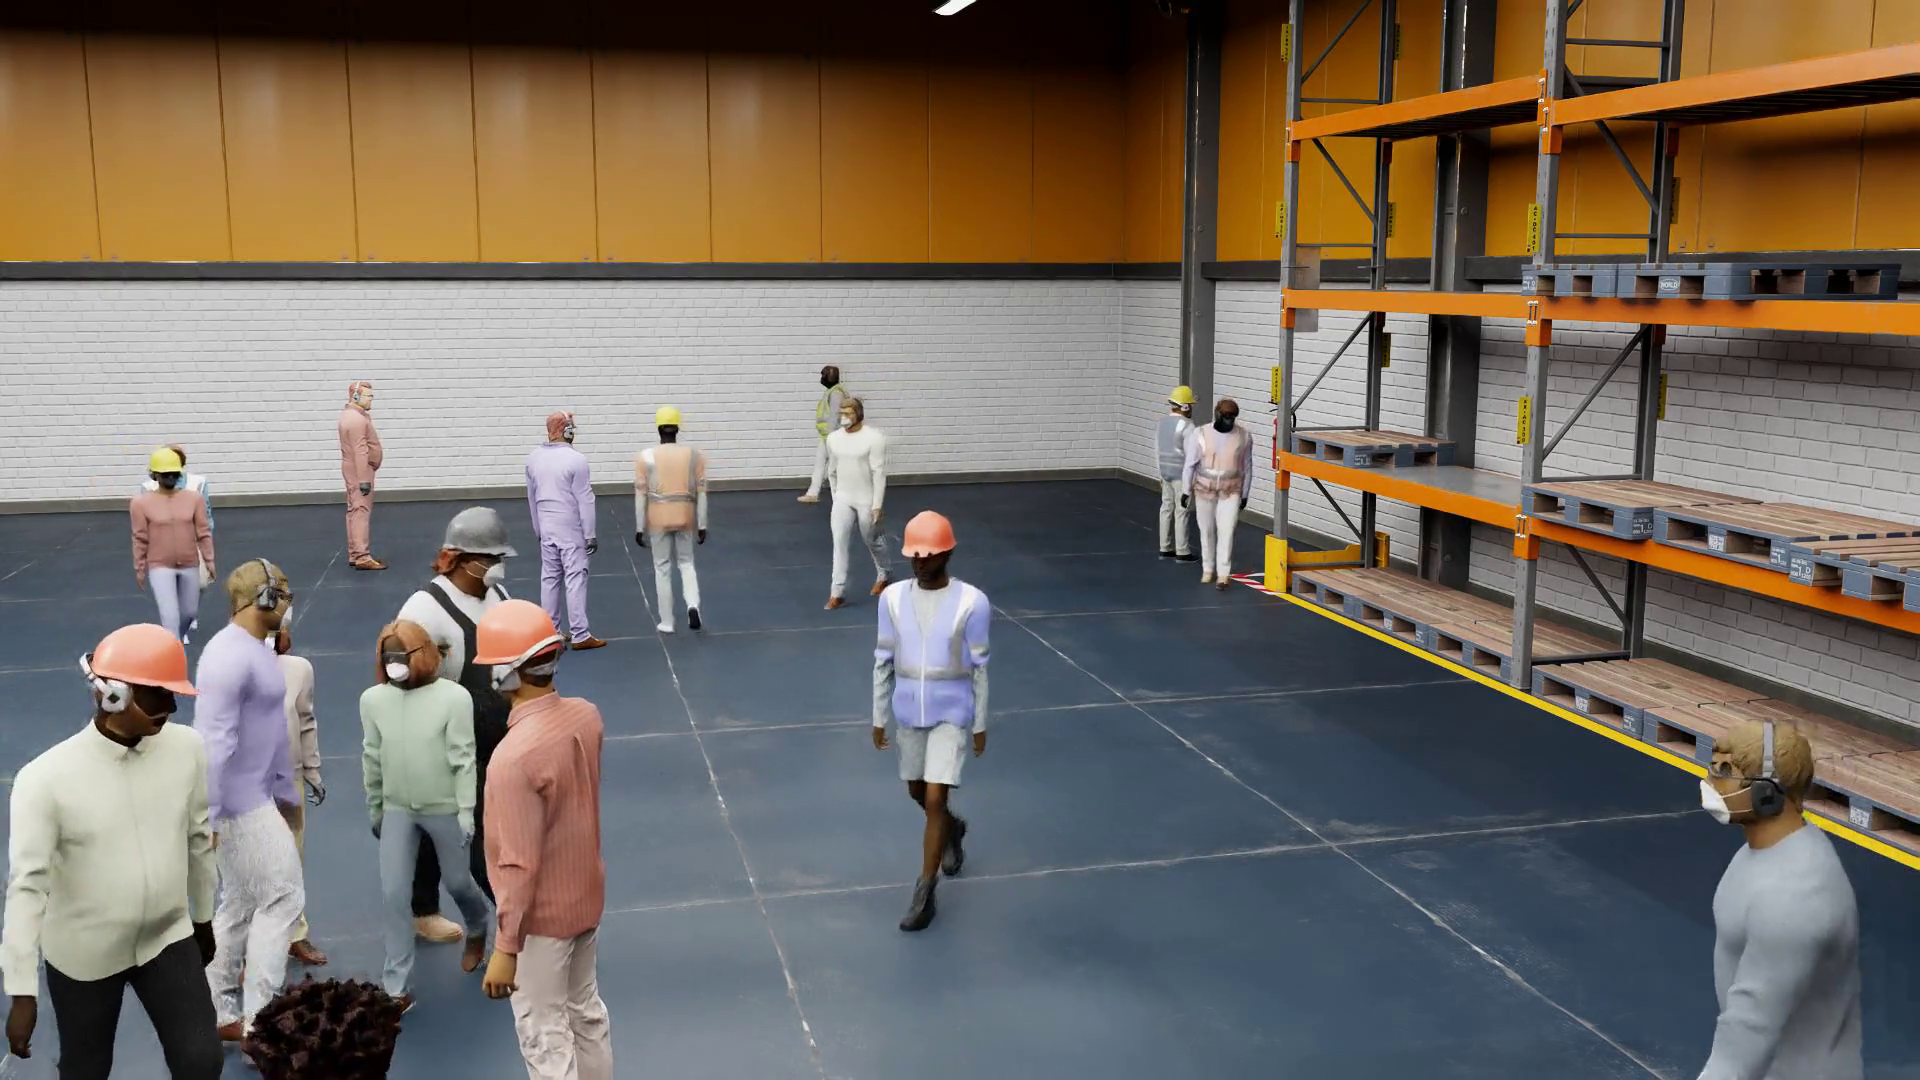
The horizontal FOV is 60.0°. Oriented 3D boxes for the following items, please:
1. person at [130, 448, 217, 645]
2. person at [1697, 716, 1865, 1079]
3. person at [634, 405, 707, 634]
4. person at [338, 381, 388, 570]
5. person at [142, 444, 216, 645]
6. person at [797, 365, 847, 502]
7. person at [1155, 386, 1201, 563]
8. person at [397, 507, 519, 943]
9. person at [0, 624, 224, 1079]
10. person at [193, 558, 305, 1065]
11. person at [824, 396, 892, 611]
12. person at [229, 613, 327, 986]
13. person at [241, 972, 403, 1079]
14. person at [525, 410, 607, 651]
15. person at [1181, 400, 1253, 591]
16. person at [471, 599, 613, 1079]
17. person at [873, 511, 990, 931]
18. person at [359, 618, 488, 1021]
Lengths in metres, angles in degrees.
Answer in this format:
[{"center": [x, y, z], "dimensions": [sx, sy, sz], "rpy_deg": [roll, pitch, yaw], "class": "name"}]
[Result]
[{"center": [-5.771, 0.183, 12.155], "dimensions": [0.526, 1.750, 0.769], "rpy_deg": [-9, 13, -44], "class": "person"}, {"center": [1.937, 1.375, 4.201], "dimensions": [1.003, 1.888, 0.637], "rpy_deg": [3, 10, 18], "class": "person"}, {"center": [-2.376, -0.154, 13.693], "dimensions": [0.588, 1.914, 0.480], "rpy_deg": [-4, 10, -24], "class": "person"}, {"center": [-6.037, -0.650, 16.815], "dimensions": [0.399, 1.902, 0.642], "rpy_deg": [-5, 10, -27], "class": "person"}, {"center": [-6.324, 0.026, 13.450], "dimensions": [0.533, 1.624, 0.432], "rpy_deg": [-8, 12, -40], "class": "person"}, {"center": [-1.632, -1.376, 21.676], "dimensions": [0.938, 1.801, 0.635], "rpy_deg": [-2, 9, -11], "class": "person"}, {"center": [2.271, -0.679, 17.206], "dimensions": [0.404, 1.829, 0.600], "rpy_deg": [-5, 11, -31], "class": "person"}, {"center": [-2.075, 0.814, 7.243], "dimensions": [1.046, 2.000, 0.696], "rpy_deg": [2, 9, 12], "class": "person"}, {"center": [-2.436, 1.231, 4.880], "dimensions": [0.816, 1.949, 0.736], "rpy_deg": [6, 11, 35], "class": "person"}, {"center": [-2.720, 1.027, 6.394], "dimensions": [0.565, 1.886, 0.708], "rpy_deg": [-3, 10, -18], "class": "person"}, {"center": [-0.912, -0.364, 15.071], "dimensions": [0.635, 1.900, 1.022], "rpy_deg": [4, 10, 25], "class": "person"}, {"center": [-2.940, 1.048, 7.047], "dimensions": [0.279, 1.633, 0.501], "rpy_deg": [7, 12, 39], "class": "person"}, {"center": [-0.957, 1.608, 2.694], "dimensions": [1.010, 1.922, 0.615], "rpy_deg": [9, 13, 44], "class": "person"}, {"center": [-3.125, -0.077, 13.212], "dimensions": [0.643, 1.910, 0.411], "rpy_deg": [5, 11, 30], "class": "person"}, {"center": [2.425, -0.422, 15.721], "dimensions": [0.648, 1.784, 0.974], "rpy_deg": [2, 9, 11], "class": "person"}, {"center": [-1.316, 1.164, 5.221], "dimensions": [0.391, 1.987, 0.608], "rpy_deg": [2, 9, 11], "class": "person"}, {"center": [-0.116, 0.787, 7.861], "dimensions": [0.556, 1.906, 0.907], "rpy_deg": [3, 10, 19], "class": "person"}, {"center": [-2.194, 1.098, 6.818], "dimensions": [0.515, 1.607, 0.748], "rpy_deg": [1, 9, 4], "class": "person"}]
